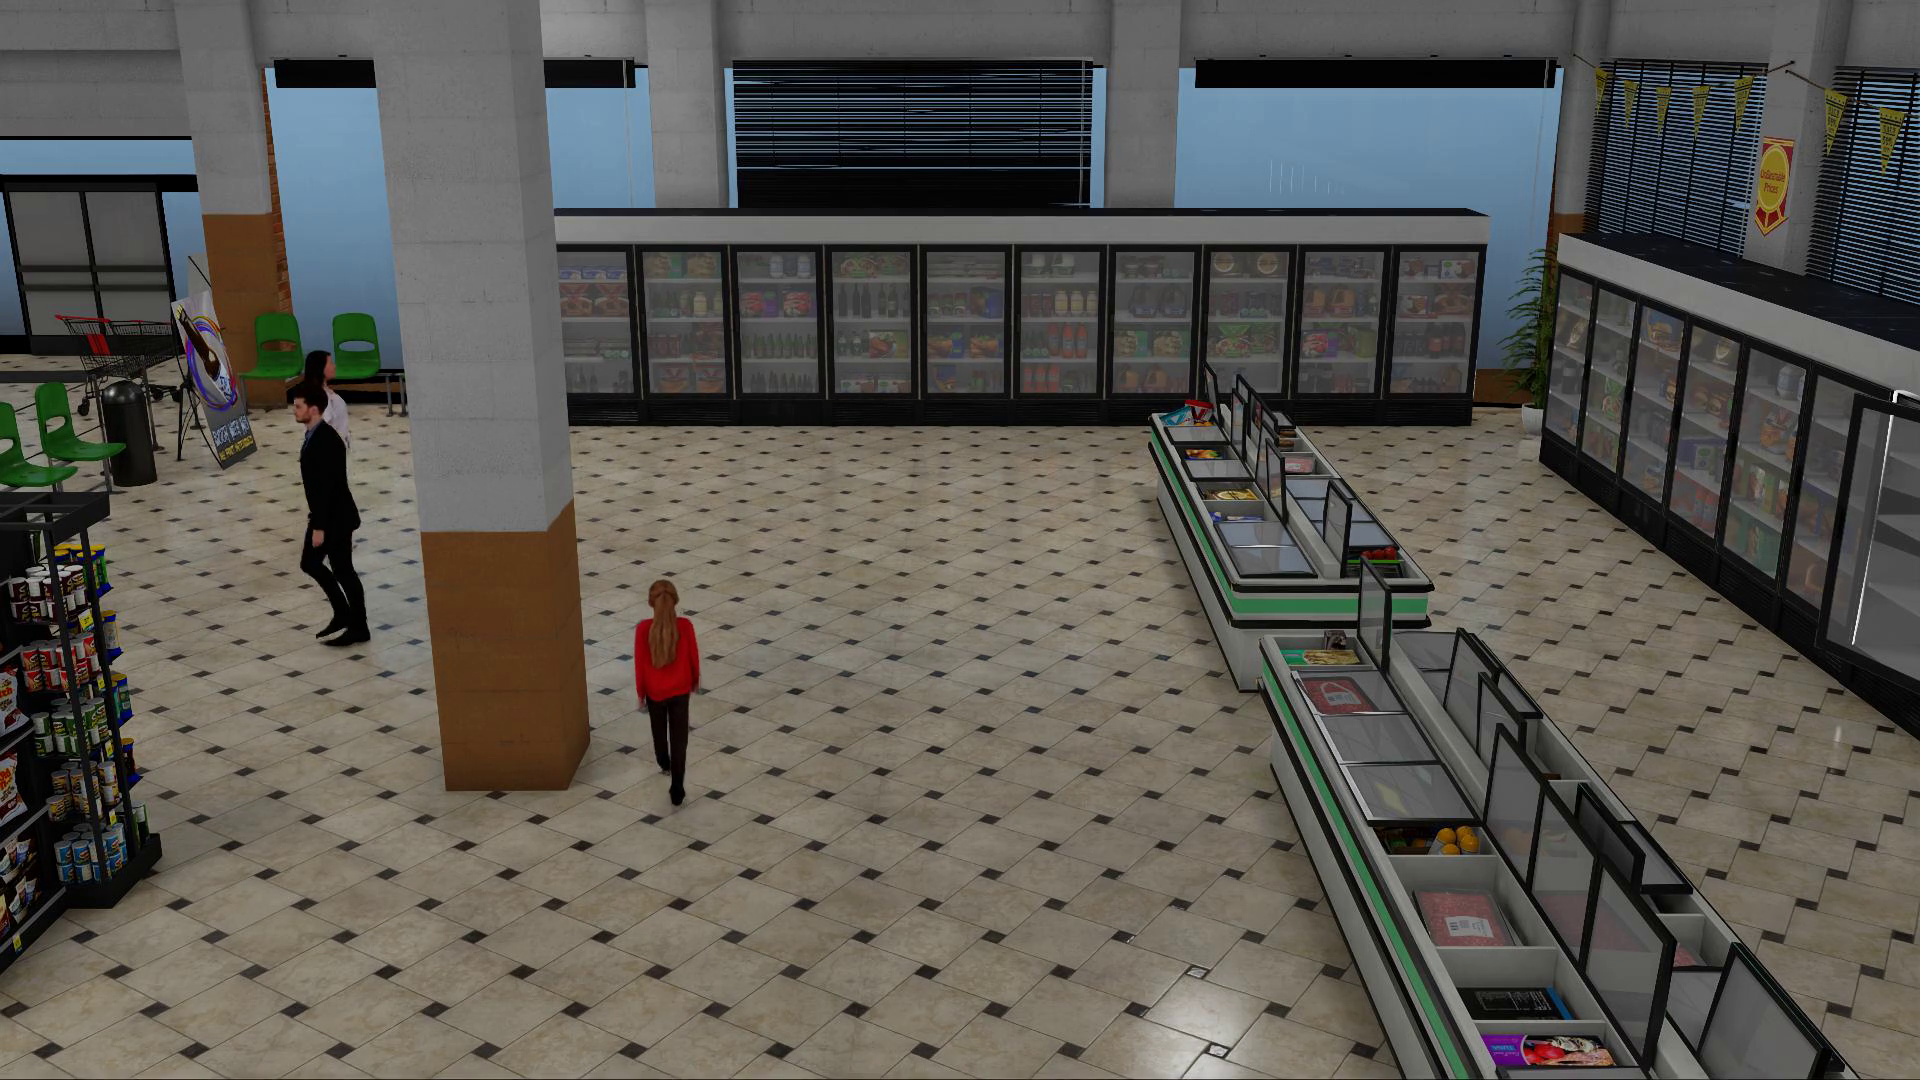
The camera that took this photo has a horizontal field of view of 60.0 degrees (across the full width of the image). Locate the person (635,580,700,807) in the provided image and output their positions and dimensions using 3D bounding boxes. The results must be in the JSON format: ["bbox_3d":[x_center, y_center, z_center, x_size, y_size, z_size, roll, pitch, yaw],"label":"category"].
[{"bbox_3d":[-1.626,0.867,9.284,0.612,1.252,0.934,-3,17,-10],"label":"person"}]

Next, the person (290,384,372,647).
[{"bbox_3d":[-4.313,-0.174,11.641,0.874,1.874,0.772,-11,20,-32],"label":"person"}]

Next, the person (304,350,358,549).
[{"bbox_3d":[-5.315,-0.767,13.931,0.843,1.679,0.721,-8,18,-24],"label":"person"}]
